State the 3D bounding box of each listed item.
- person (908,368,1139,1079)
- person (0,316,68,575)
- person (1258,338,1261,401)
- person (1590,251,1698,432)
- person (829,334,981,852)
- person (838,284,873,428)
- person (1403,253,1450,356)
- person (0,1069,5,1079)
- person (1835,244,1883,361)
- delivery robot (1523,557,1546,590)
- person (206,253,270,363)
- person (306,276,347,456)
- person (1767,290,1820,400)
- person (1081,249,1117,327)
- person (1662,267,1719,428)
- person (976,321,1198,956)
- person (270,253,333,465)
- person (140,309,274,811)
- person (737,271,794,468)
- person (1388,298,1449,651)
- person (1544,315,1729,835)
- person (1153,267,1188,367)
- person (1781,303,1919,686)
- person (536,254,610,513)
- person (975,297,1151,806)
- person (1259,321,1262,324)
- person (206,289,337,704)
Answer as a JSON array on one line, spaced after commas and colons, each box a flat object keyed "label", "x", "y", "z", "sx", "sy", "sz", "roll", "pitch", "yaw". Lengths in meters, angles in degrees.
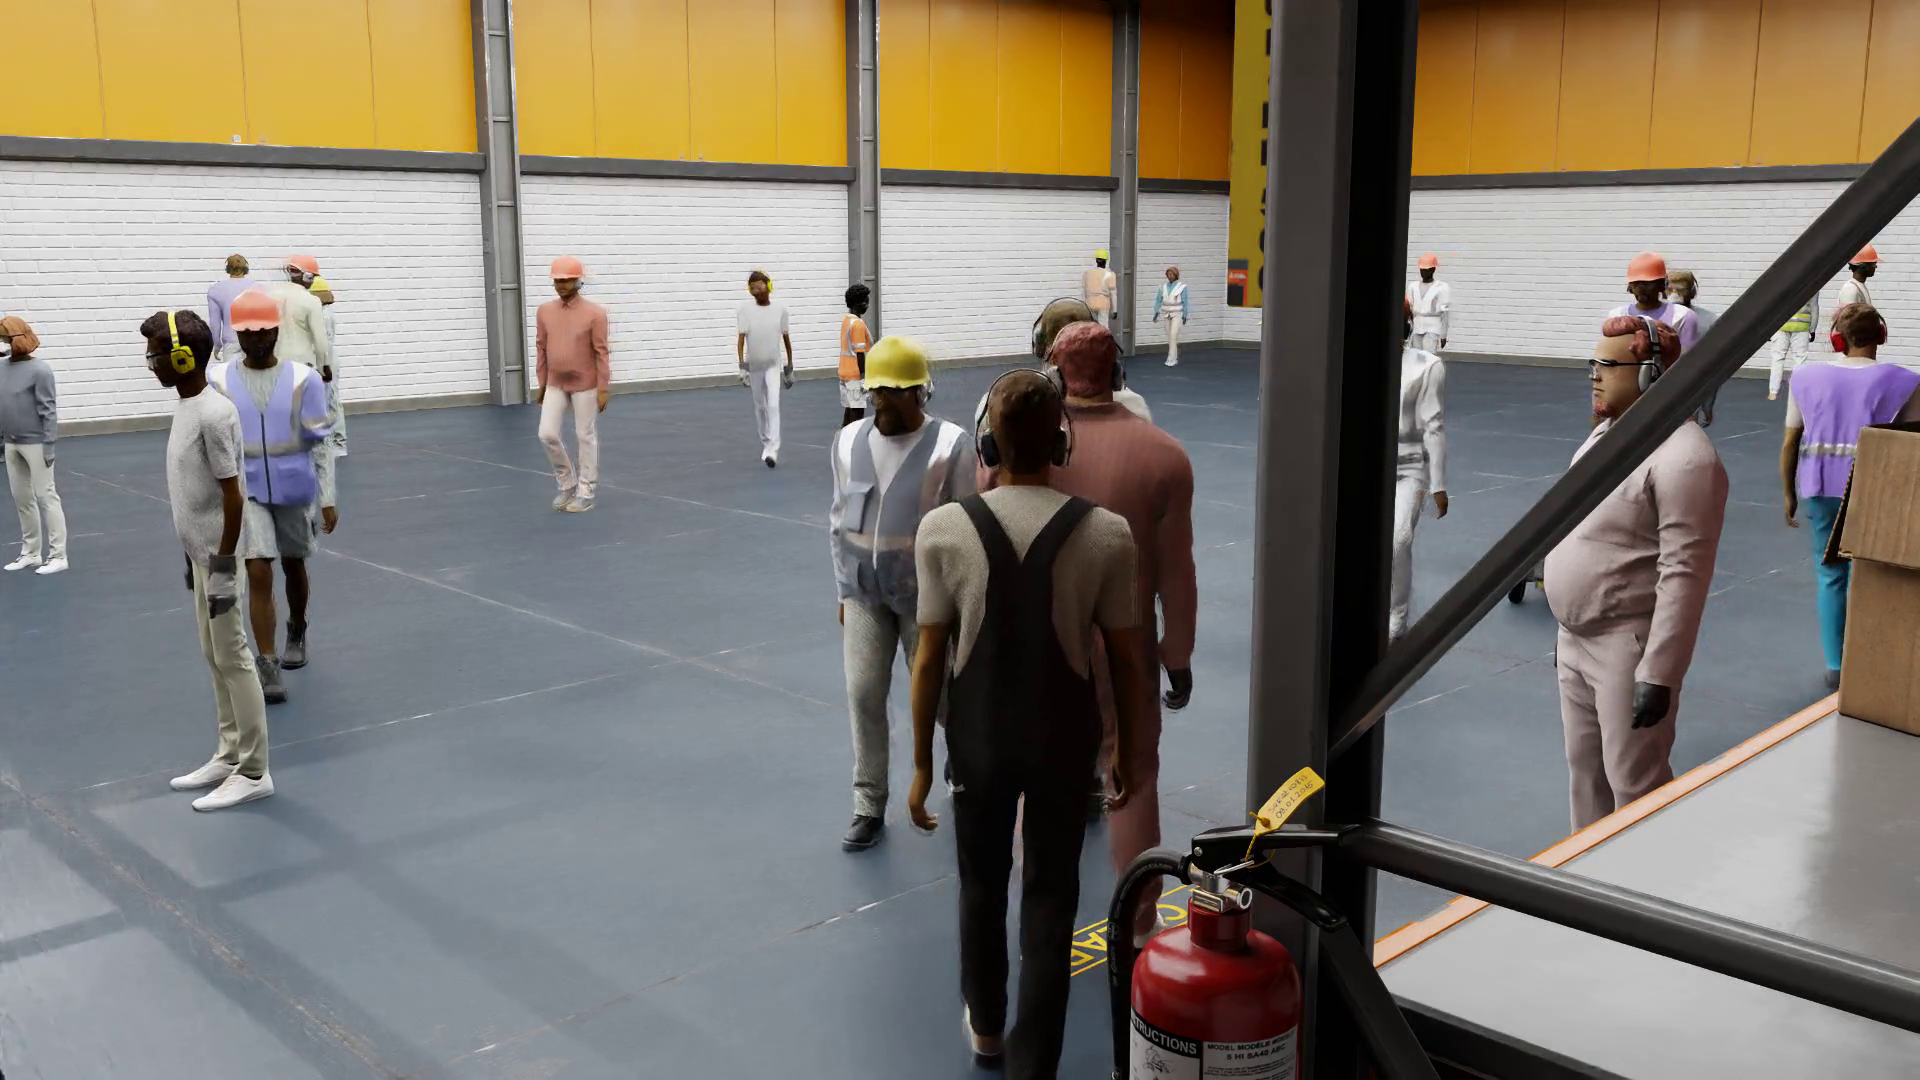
[{"label": "person", "x": 0.161, "y": 0.490, "z": 4.065, "sx": 0.541, "sy": 1.818, "sz": 0.815, "roll": 1, "pitch": 10, "yaw": 5}, {"label": "person", "x": -5.902, "y": -0.596, "z": 10.528, "sx": 0.496, "sy": 1.630, "sz": 0.270, "roll": 4, "pitch": 11, "yaw": 23}, {"label": "person", "x": 3.961, "y": -2.582, "z": 20.819, "sx": 0.651, "sy": 1.815, "sz": 0.603, "roll": 6, "pitch": 12, "yaw": 29}, {"label": "person", "x": 4.530, "y": -0.897, "z": 11.080, "sx": 0.651, "sy": 2.019, "sz": 0.583, "roll": 7, "pitch": 13, "yaw": 35}, {"label": "person", "x": -0.173, "y": 0.154, "z": 5.975, "sx": 0.598, "sy": 1.800, "sz": 0.775, "roll": 4, "pitch": 11, "yaw": 21}, {"label": "person", "x": -0.938, "y": -1.469, "z": 15.099, "sx": 0.319, "sy": 1.695, "sz": 0.532, "roll": -3, "pitch": 11, "yaw": -18}, {"label": "person", "x": 5.704, "y": -2.565, "z": 20.481, "sx": 0.497, "sy": 1.921, "sz": 0.547, "roll": -10, "pitch": 14, "yaw": -43}, {"label": "person", "x": -1.321, "y": 0.889, "z": 1.778, "sx": 1.010, "sy": 1.855, "sz": 0.612, "roll": -3, "pitch": 11, "yaw": -16}, {"label": "person", "x": 8.894, "y": -1.912, "z": 16.546, "sx": 0.357, "sy": 2.047, "sz": 0.615, "roll": 7, "pitch": 12, "yaw": 33}, {"label": "delivery robot", "x": 3.536, "y": 0.034, "z": 9.759, "sx": 0.477, "sy": 0.478, "sz": 0.707, "roll": 5, "pitch": 12, "yaw": 27}, {"label": "person", "x": -7.707, "y": -2.097, "z": 17.857, "sx": 0.629, "sy": 1.939, "sz": 0.374, "roll": -4, "pitch": 11, "yaw": -20}, {"label": "person", "x": -6.161, "y": -1.676, "z": 16.098, "sx": 0.319, "sy": 1.742, "sz": 0.492, "roll": -4, "pitch": 11, "yaw": -23}, {"label": "person", "x": 10.749, "y": -2.718, "z": 21.515, "sx": 0.626, "sy": 1.842, "sz": 0.429, "roll": 6, "pitch": 12, "yaw": 28}, {"label": "person", "x": 2.325, "y": -3.865, "z": 27.578, "sx": 0.607, "sy": 1.906, "sz": 0.436, "roll": 5, "pitch": 12, "yaw": 27}, {"label": "person", "x": 5.210, "y": -1.031, "z": 12.143, "sx": 0.632, "sy": 1.915, "sz": 0.804, "roll": 7, "pitch": 13, "yaw": 34}, {"label": "person", "x": 0.381, "y": 0.295, "z": 4.963, "sx": 0.658, "sy": 1.883, "sz": 0.452, "roll": 2, "pitch": 11, "yaw": 9}, {"label": "person", "x": -6.078, "y": -1.646, "z": 15.328, "sx": 0.639, "sy": 1.963, "sz": 0.471, "roll": 6, "pitch": 12, "yaw": 29}, {"label": "person", "x": -2.810, "y": 0.077, "z": 6.212, "sx": 0.334, "sy": 1.864, "sz": 0.517, "roll": -7, "pitch": 13, "yaw": -34}, {"label": "person", "x": -1.808, "y": -1.589, "z": 15.463, "sx": 0.498, "sy": 1.799, "sz": 1.047, "roll": -1, "pitch": 10, "yaw": -3}, {"label": "person", "x": 2.168, "y": -0.313, "z": 8.350, "sx": 0.705, "sy": 1.845, "sz": 0.682, "roll": -9, "pitch": 14, "yaw": -41}, {"label": "person", "x": 1.898, "y": 0.307, "z": 4.835, "sx": 0.410, "sy": 1.909, "sz": 0.642, "roll": -1, "pitch": 10, "yaw": -6}, {"label": "person", "x": 3.391, "y": -3.609, "z": 27.000, "sx": 0.508, "sy": 1.605, "sz": 0.766, "roll": 8, "pitch": 13, "yaw": 37}, {"label": "person", "x": 4.162, "y": -0.187, "z": 7.766, "sx": 0.619, "sy": 1.816, "sz": 0.483, "roll": 9, "pitch": 13, "yaw": 39}, {"label": "person", "x": -2.986, "y": -1.185, "z": 12.756, "sx": 0.643, "sy": 1.981, "sz": 0.456, "roll": 3, "pitch": 11, "yaw": 14}, {"label": "person", "x": 0.364, "y": 0.085, "z": 6.038, "sx": 0.624, "sy": 1.910, "sz": 0.607, "roll": -1, "pitch": 10, "yaw": -4}, {"label": "person", "x": 1.941, "y": -0.569, "z": 9.995, "sx": 0.331, "sy": 1.767, "sz": 0.527, "roll": 0, "pitch": 10, "yaw": 2}, {"label": "person", "x": -3.254, "y": -0.240, "z": 7.880, "sx": 0.560, "sy": 1.892, "sz": 0.983, "roll": -4, "pitch": 11, "yaw": -20}]
